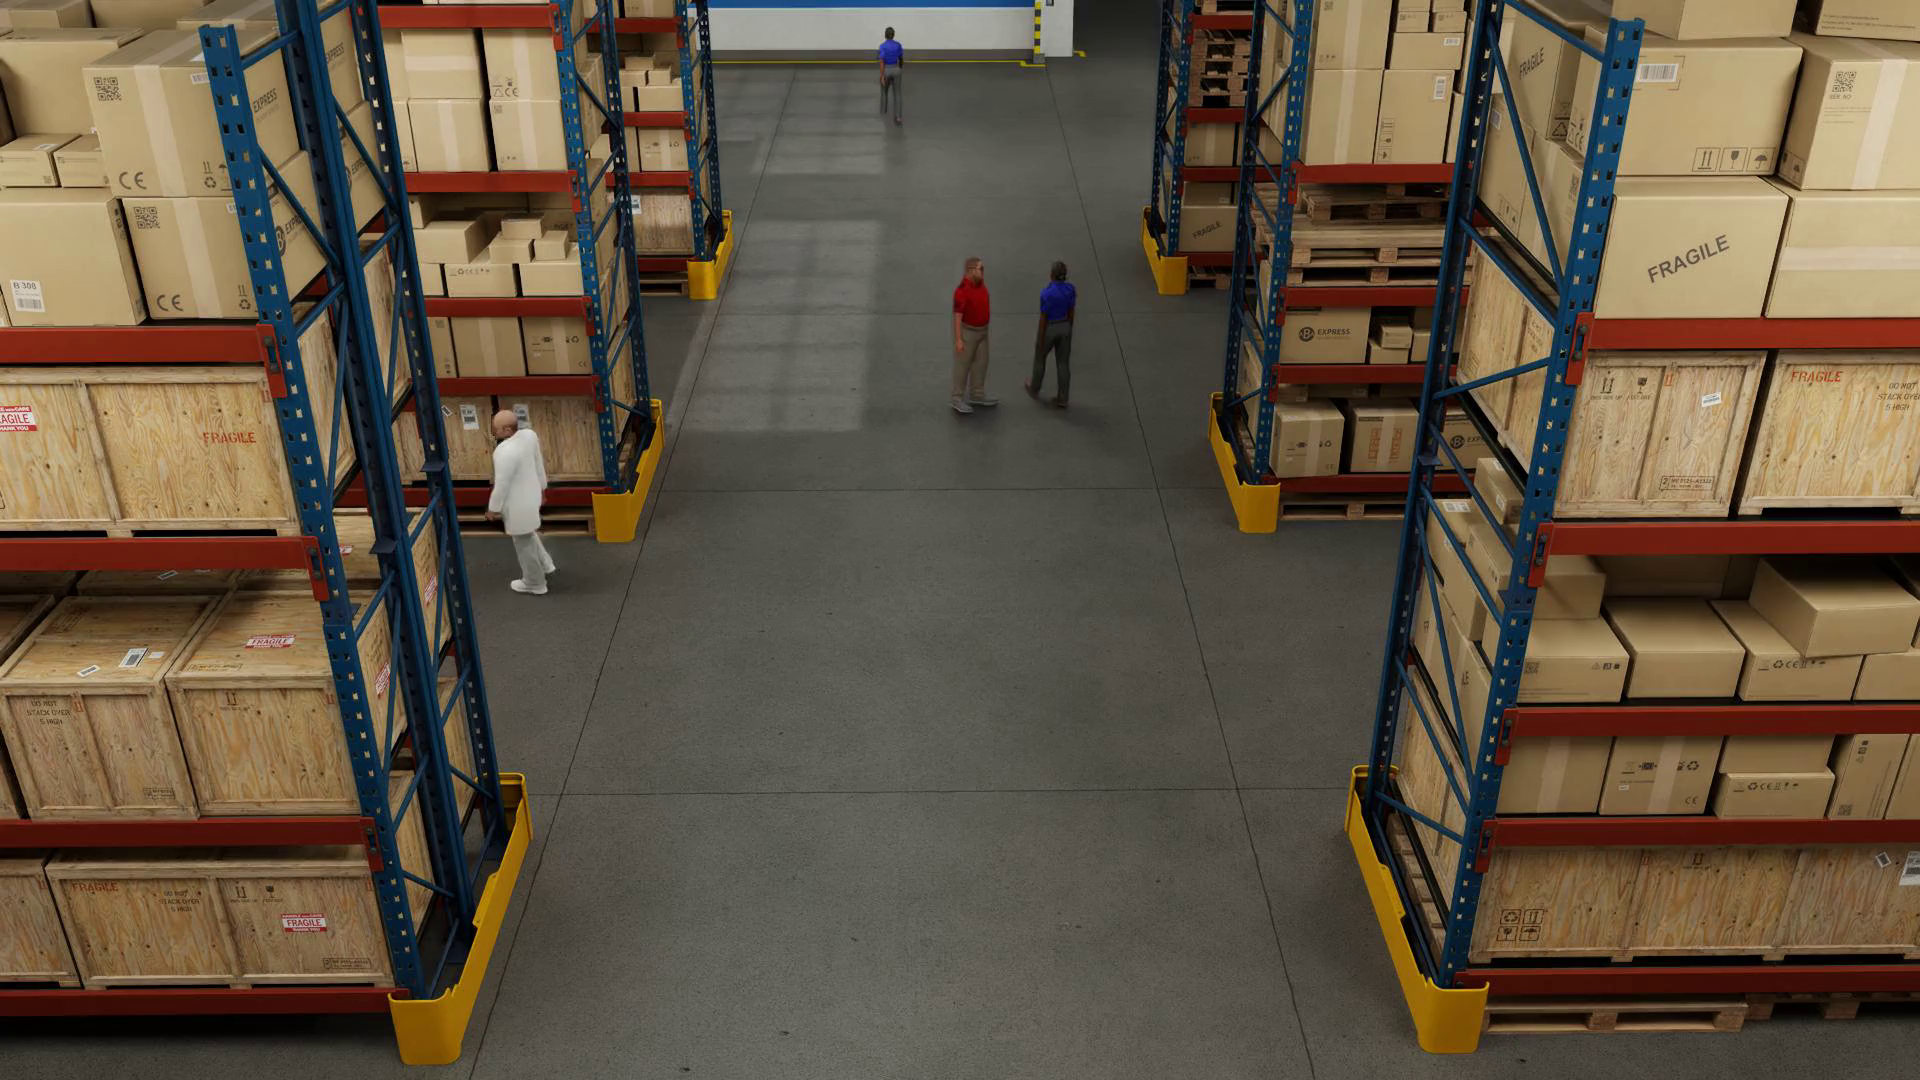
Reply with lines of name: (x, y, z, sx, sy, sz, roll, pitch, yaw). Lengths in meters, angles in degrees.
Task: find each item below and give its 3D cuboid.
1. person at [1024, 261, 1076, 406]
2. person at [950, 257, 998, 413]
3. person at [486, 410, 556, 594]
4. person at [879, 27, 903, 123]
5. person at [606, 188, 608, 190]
person: (0.992, -2.330, 18.344, 0.446, 1.652, 0.690, -11, 30, -20)
person: (0.124, -2.238, 18.074, 0.407, 1.731, 0.583, 16, 32, 27)
person: (-3.873, -0.341, 14.520, 0.439, 1.786, 0.609, 7, 29, 14)
person: (-1.216, -8.251, 29.377, 0.457, 1.609, 0.990, -6, 29, -10)
person: (-4.399, -3.465, 20.355, 0.474, 1.768, 0.574, 12, 31, 22)
